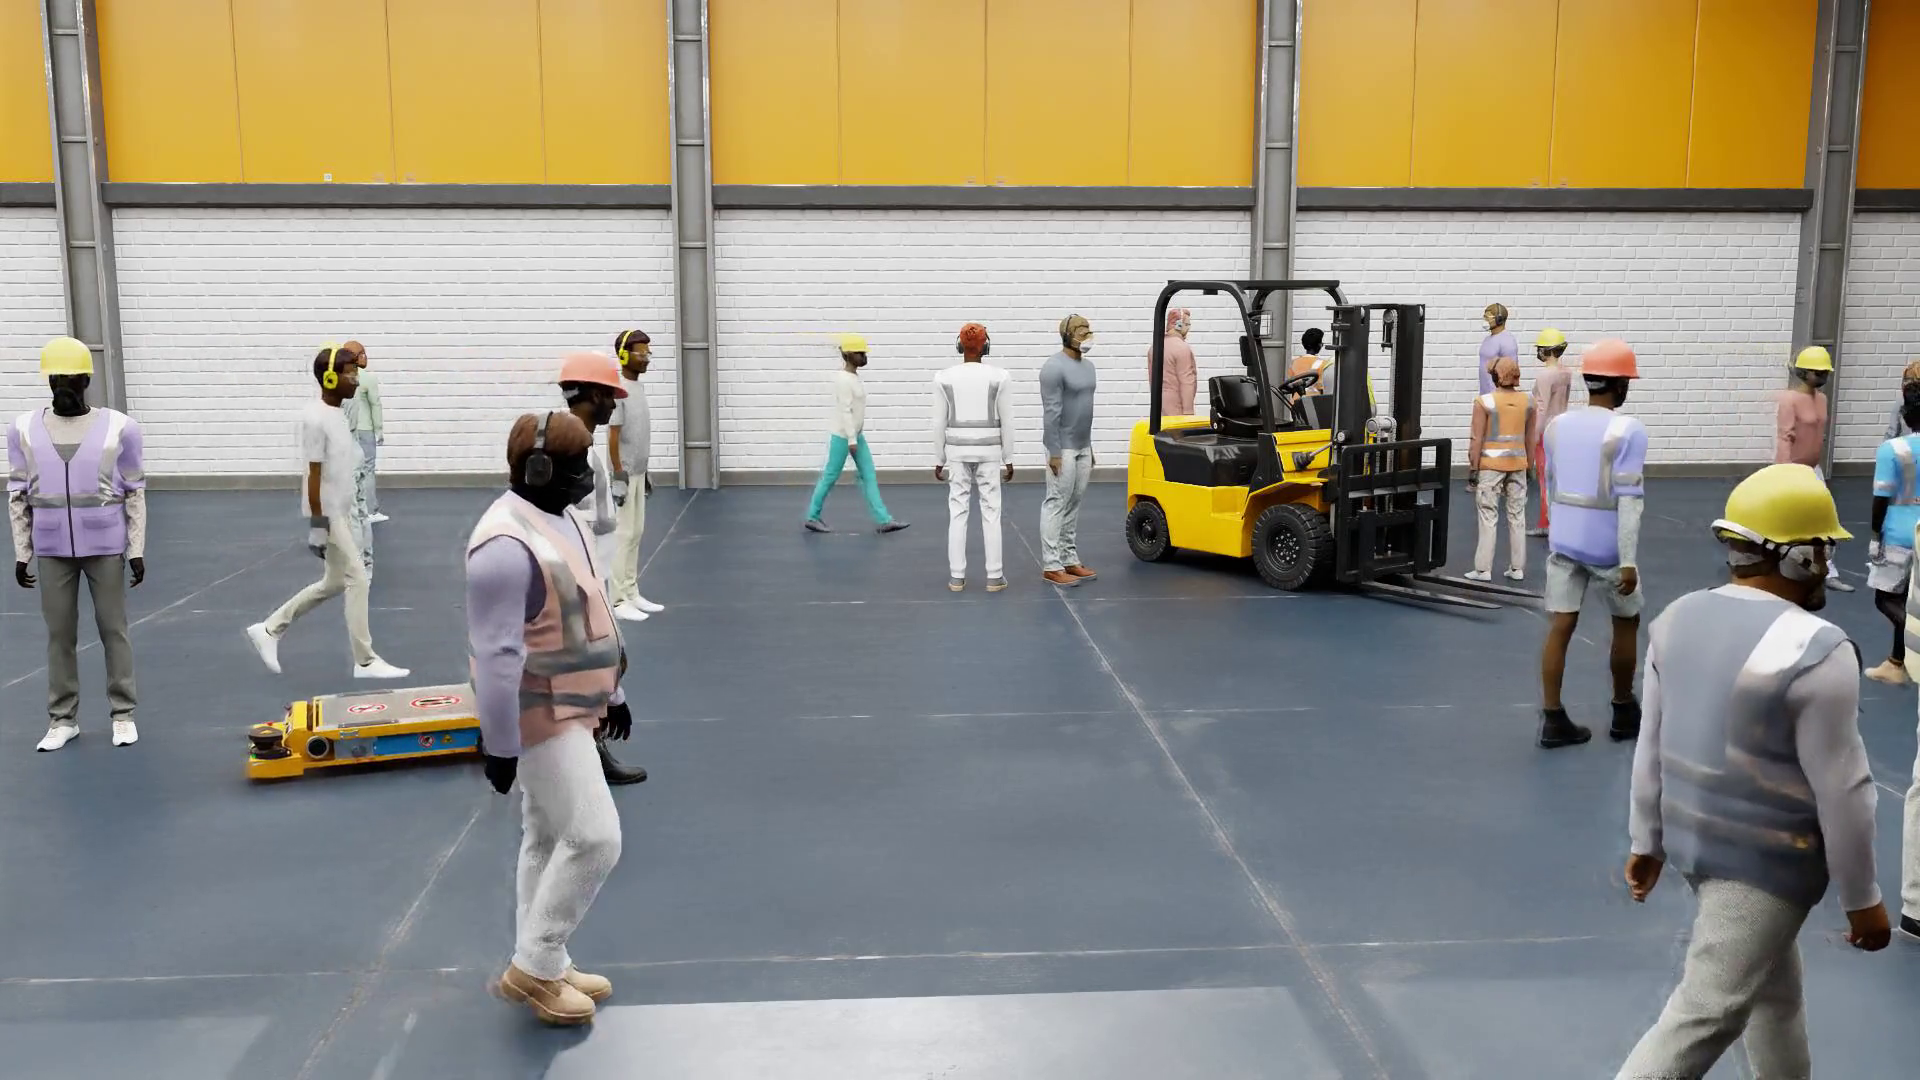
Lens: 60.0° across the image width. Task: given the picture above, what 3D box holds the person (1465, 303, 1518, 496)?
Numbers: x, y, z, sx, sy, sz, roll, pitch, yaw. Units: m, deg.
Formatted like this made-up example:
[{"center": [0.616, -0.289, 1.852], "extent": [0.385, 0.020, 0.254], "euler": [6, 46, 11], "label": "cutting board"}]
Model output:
[{"center": [5.366, -1.410, 16.728], "extent": [0.361, 1.938, 0.635], "euler": [-1, 9, -4], "label": "person"}]

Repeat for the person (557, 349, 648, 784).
[{"center": [-1.636, 0.143, 7.092], "extent": [0.509, 1.907, 0.549], "euler": [-2, 9, -14], "label": "person"}]

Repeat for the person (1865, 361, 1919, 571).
[{"center": [6.910, -0.498, 12.088], "extent": [0.875, 1.581, 0.505], "euler": [-2, 9, -15], "label": "person"}]

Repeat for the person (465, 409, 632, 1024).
[{"center": [-1.204, 0.524, 4.942], "extent": [0.455, 1.822, 0.629], "euler": [0, 9, -2], "label": "person"}]

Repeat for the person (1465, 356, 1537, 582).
[{"center": [3.916, -0.505, 12.015], "extent": [0.518, 1.632, 0.312], "euler": [-2, 9, -13], "label": "person"}]

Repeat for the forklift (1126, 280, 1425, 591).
[{"center": [2.301, -0.860, 12.475], "extent": [1.214, 2.155, 2.313], "euler": [-6, 11, -35], "label": "forklift"}]

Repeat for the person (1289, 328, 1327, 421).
[{"center": [3.525, -1.295, 16.799], "extent": [0.321, 1.690, 0.530], "euler": [-5, 10, -29], "label": "person"}]

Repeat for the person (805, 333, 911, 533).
[{"center": [-0.921, -0.899, 14.203], "extent": [0.929, 1.718, 0.544], "euler": [2, 9, 13], "label": "person"}]

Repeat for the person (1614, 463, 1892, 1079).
[{"center": [1.800, 0.716, 3.871], "extent": [0.928, 1.794, 0.585], "euler": [-1, 9, -9], "label": "person"}]

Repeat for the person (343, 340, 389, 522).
[{"center": [-5.399, -0.965, 14.892], "extent": [0.500, 1.633, 0.279], "euler": [1, 9, 7], "label": "person"}]

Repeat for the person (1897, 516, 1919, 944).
[{"center": [3.332, 0.437, 5.468], "extent": [0.404, 1.832, 0.593], "euler": [9, 13, 43], "label": "person"}]

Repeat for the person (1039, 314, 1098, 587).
[{"center": [0.792, -0.649, 11.950], "extent": [0.377, 1.940, 0.628], "euler": [6, 11, 32], "label": "person"}]

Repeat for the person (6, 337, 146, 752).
[{"center": [-4.114, 0.020, 7.781], "extent": [0.586, 1.930, 0.359], "euler": [-2, 9, -15], "label": "person"}]

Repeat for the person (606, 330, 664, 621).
[{"center": [-2.122, -0.420, 10.751], "extent": [0.309, 1.864, 0.535], "euler": [1, 9, 9], "label": "person"}]

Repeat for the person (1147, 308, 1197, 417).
[{"center": [2.055, -1.250, 15.849], "extent": [0.407, 1.902, 0.639], "euler": [-4, 10, -25], "label": "person"}]

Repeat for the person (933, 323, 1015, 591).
[{"center": [0.099, -0.572, 11.647], "extent": [0.573, 1.883, 0.355], "euler": [1, 9, 7], "label": "person"}]

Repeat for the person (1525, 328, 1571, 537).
[{"center": [4.978, -0.905, 14.098], "extent": [0.316, 1.769, 0.523], "euler": [8, 12, 43], "label": "person"}]

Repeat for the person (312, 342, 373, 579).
[{"center": [-4.429, -0.541, 11.888], "extent": [0.317, 1.743, 0.488], "euler": [0, 9, -1], "label": "person"}]

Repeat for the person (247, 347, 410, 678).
[{"center": [-3.491, -0.133, 9.069], "extent": [0.809, 1.836, 0.524], "euler": [-1, 9, -7], "label": "person"}]

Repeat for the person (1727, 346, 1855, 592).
[{"center": [5.941, -0.528, 11.871], "extent": [0.537, 1.725, 0.905], "euler": [-5, 10, -28], "label": "person"}]

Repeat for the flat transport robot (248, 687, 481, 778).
[{"center": [-2.520, 0.854, 7.733], "extent": [1.431, 0.197, 0.652], "euler": [-3, 10, -21], "label": "flat transport robot"}]

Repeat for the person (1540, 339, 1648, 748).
[{"center": [3.059, 0.017, 7.851], "extent": [0.809, 1.908, 0.578], "euler": [-6, 11, -32], "label": "person"}]

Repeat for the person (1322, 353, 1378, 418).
[{"center": [3.146, -0.839, 13.447], "extent": [0.429, 1.842, 0.633], "euler": [5, 10, 30], "label": "person"}]

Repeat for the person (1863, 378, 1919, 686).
[{"center": [5.043, -0.003, 8.721], "extent": [0.540, 1.678, 0.661], "euler": [-2, 9, -10], "label": "person"}]
